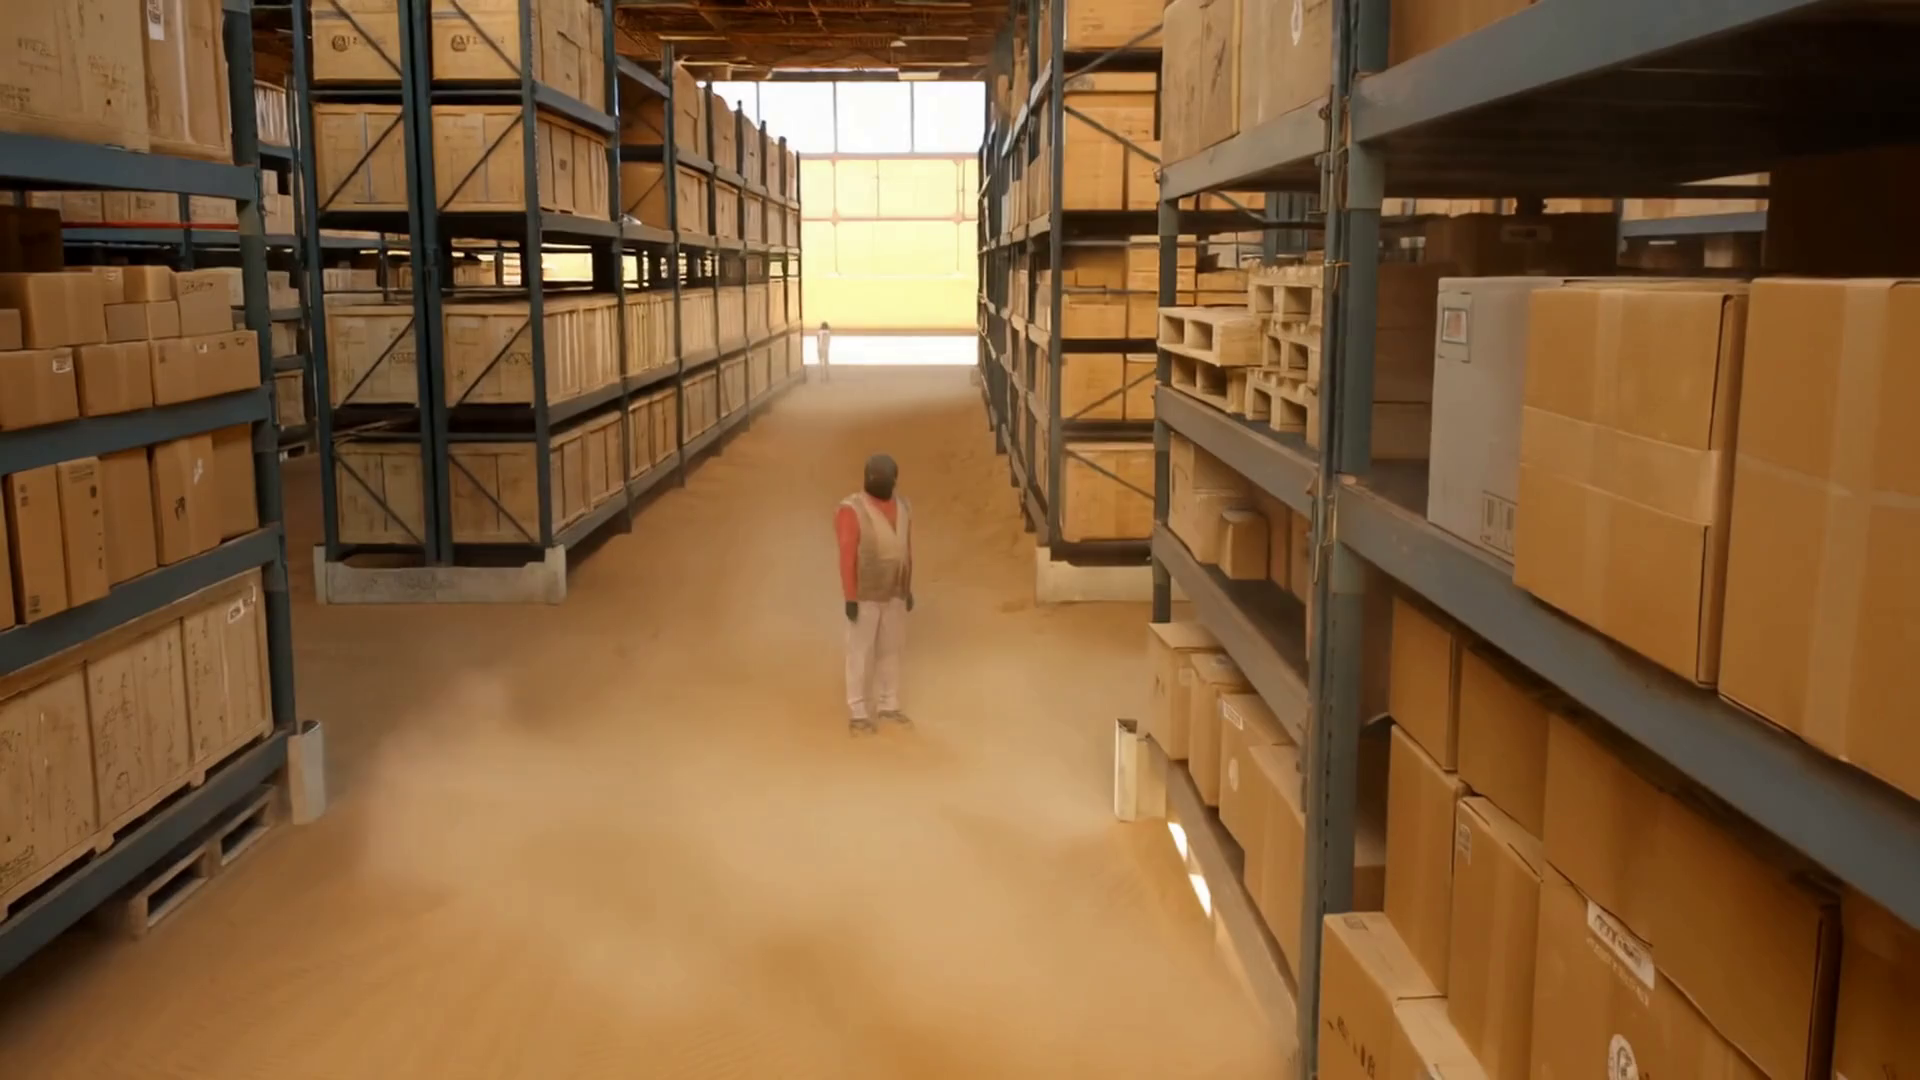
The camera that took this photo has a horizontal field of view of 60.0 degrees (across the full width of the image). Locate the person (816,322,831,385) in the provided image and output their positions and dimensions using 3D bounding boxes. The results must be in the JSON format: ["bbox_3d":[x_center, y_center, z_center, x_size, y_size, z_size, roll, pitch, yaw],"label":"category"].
[{"bbox_3d":[-3.586,-4.881,43.607,0.319,1.632,0.524,-8,12,-40],"label":"person"}]

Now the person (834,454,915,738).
[{"bbox_3d":[-0.528,0.351,10.897,0.430,1.840,0.619,9,13,43],"label":"person"}]
